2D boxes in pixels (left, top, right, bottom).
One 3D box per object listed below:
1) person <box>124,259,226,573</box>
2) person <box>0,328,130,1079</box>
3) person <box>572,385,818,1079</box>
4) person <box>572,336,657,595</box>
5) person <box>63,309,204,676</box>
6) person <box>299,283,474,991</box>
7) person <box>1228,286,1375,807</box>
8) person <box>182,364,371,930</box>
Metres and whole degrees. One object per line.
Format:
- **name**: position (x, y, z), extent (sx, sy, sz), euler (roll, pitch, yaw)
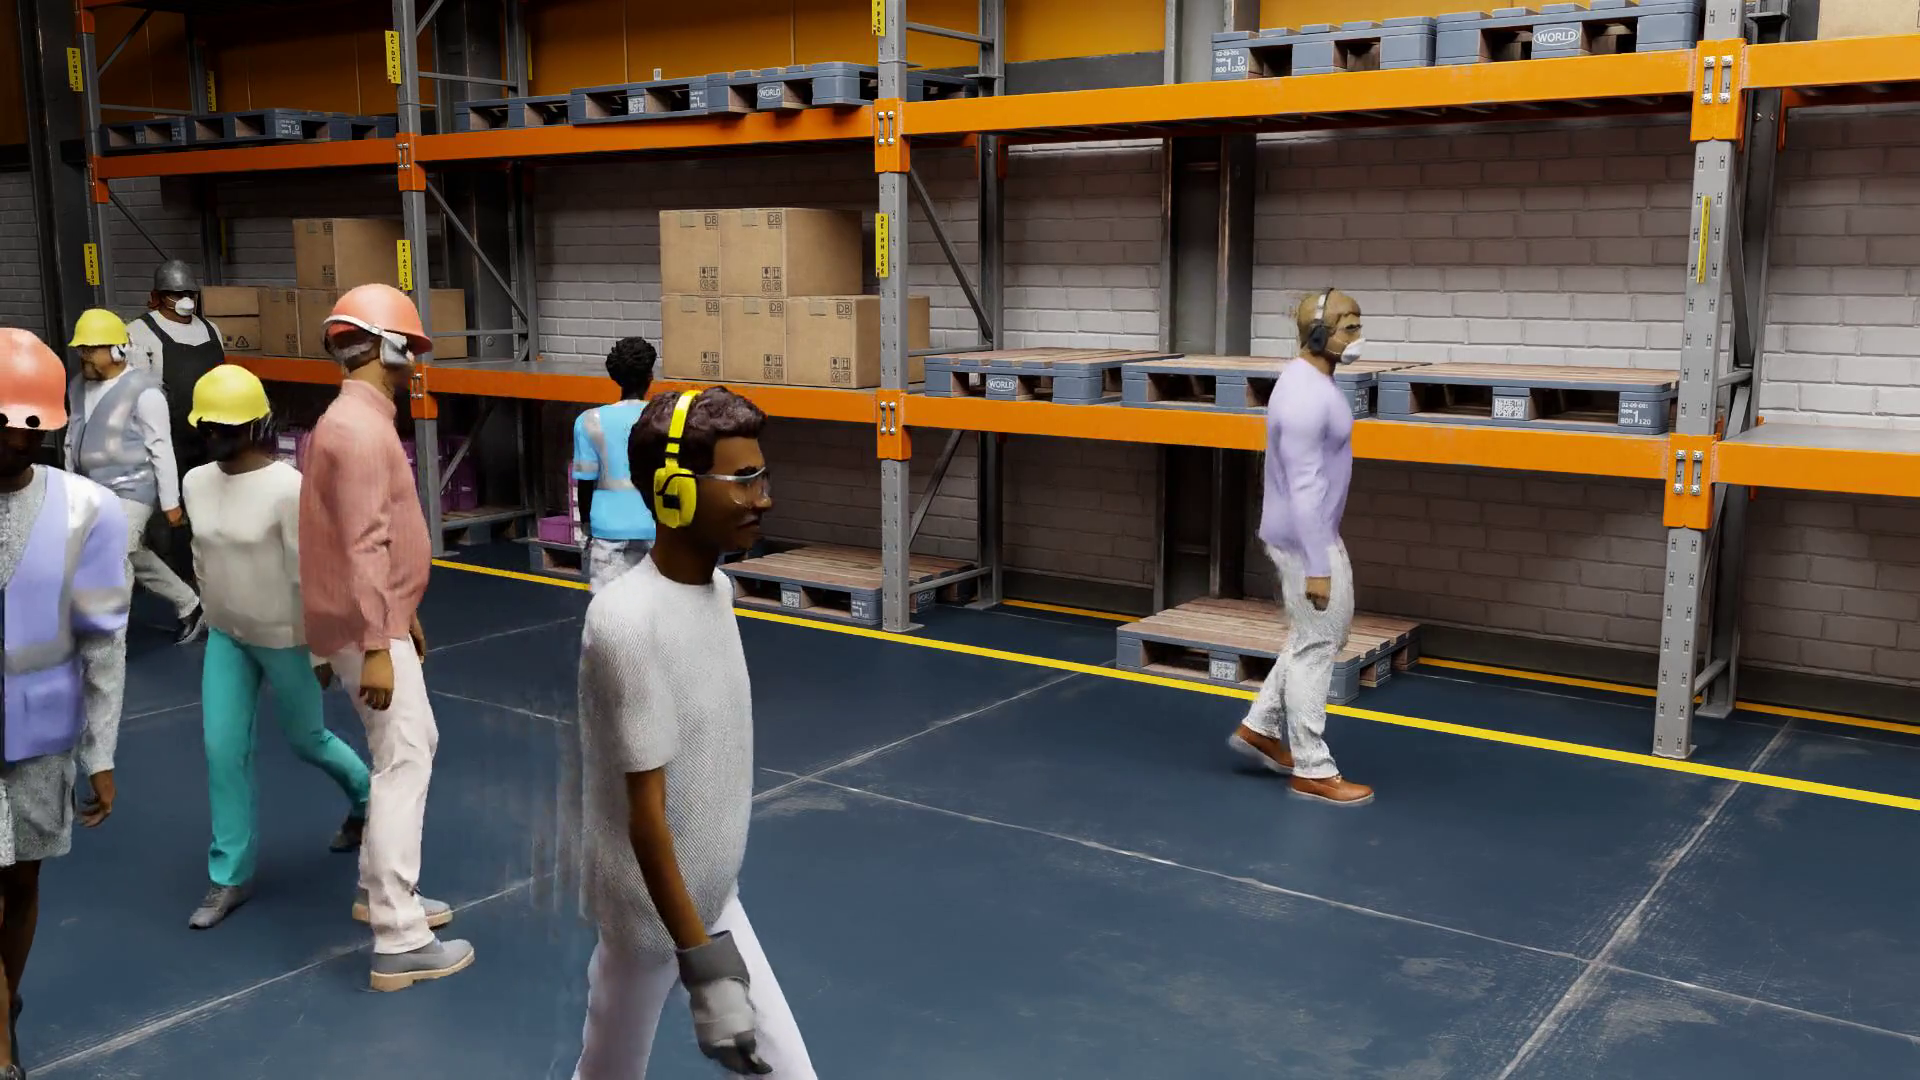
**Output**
- **person**: position (-4.701, -0.689, 10.142), extent (0.536, 2.000, 0.688), euler (5, 11, 27)
- **person**: position (-2.171, 0.461, 3.800), extent (0.548, 1.869, 0.909), euler (-7, 12, -38)
- **person**: position (-0.445, 0.650, 2.845), extent (0.989, 1.816, 0.518), euler (3, 10, 17)
- **person**: position (-1.405, -0.034, 7.258), extent (0.540, 1.697, 0.317), euler (-1, 10, -9)
- **person**: position (-4.165, -0.272, 8.398), extent (0.581, 1.797, 0.861), euler (6, 11, 30)
- **person**: position (-1.672, 0.249, 4.814), extent (0.419, 1.960, 0.665), euler (-4, 10, -22)
- **person**: position (1.318, 0.022, 6.232), extent (0.472, 1.933, 0.690), euler (3, 10, 15)
- **person**: position (-2.166, 0.284, 5.306), extent (0.529, 1.718, 0.825), euler (3, 10, 18)
